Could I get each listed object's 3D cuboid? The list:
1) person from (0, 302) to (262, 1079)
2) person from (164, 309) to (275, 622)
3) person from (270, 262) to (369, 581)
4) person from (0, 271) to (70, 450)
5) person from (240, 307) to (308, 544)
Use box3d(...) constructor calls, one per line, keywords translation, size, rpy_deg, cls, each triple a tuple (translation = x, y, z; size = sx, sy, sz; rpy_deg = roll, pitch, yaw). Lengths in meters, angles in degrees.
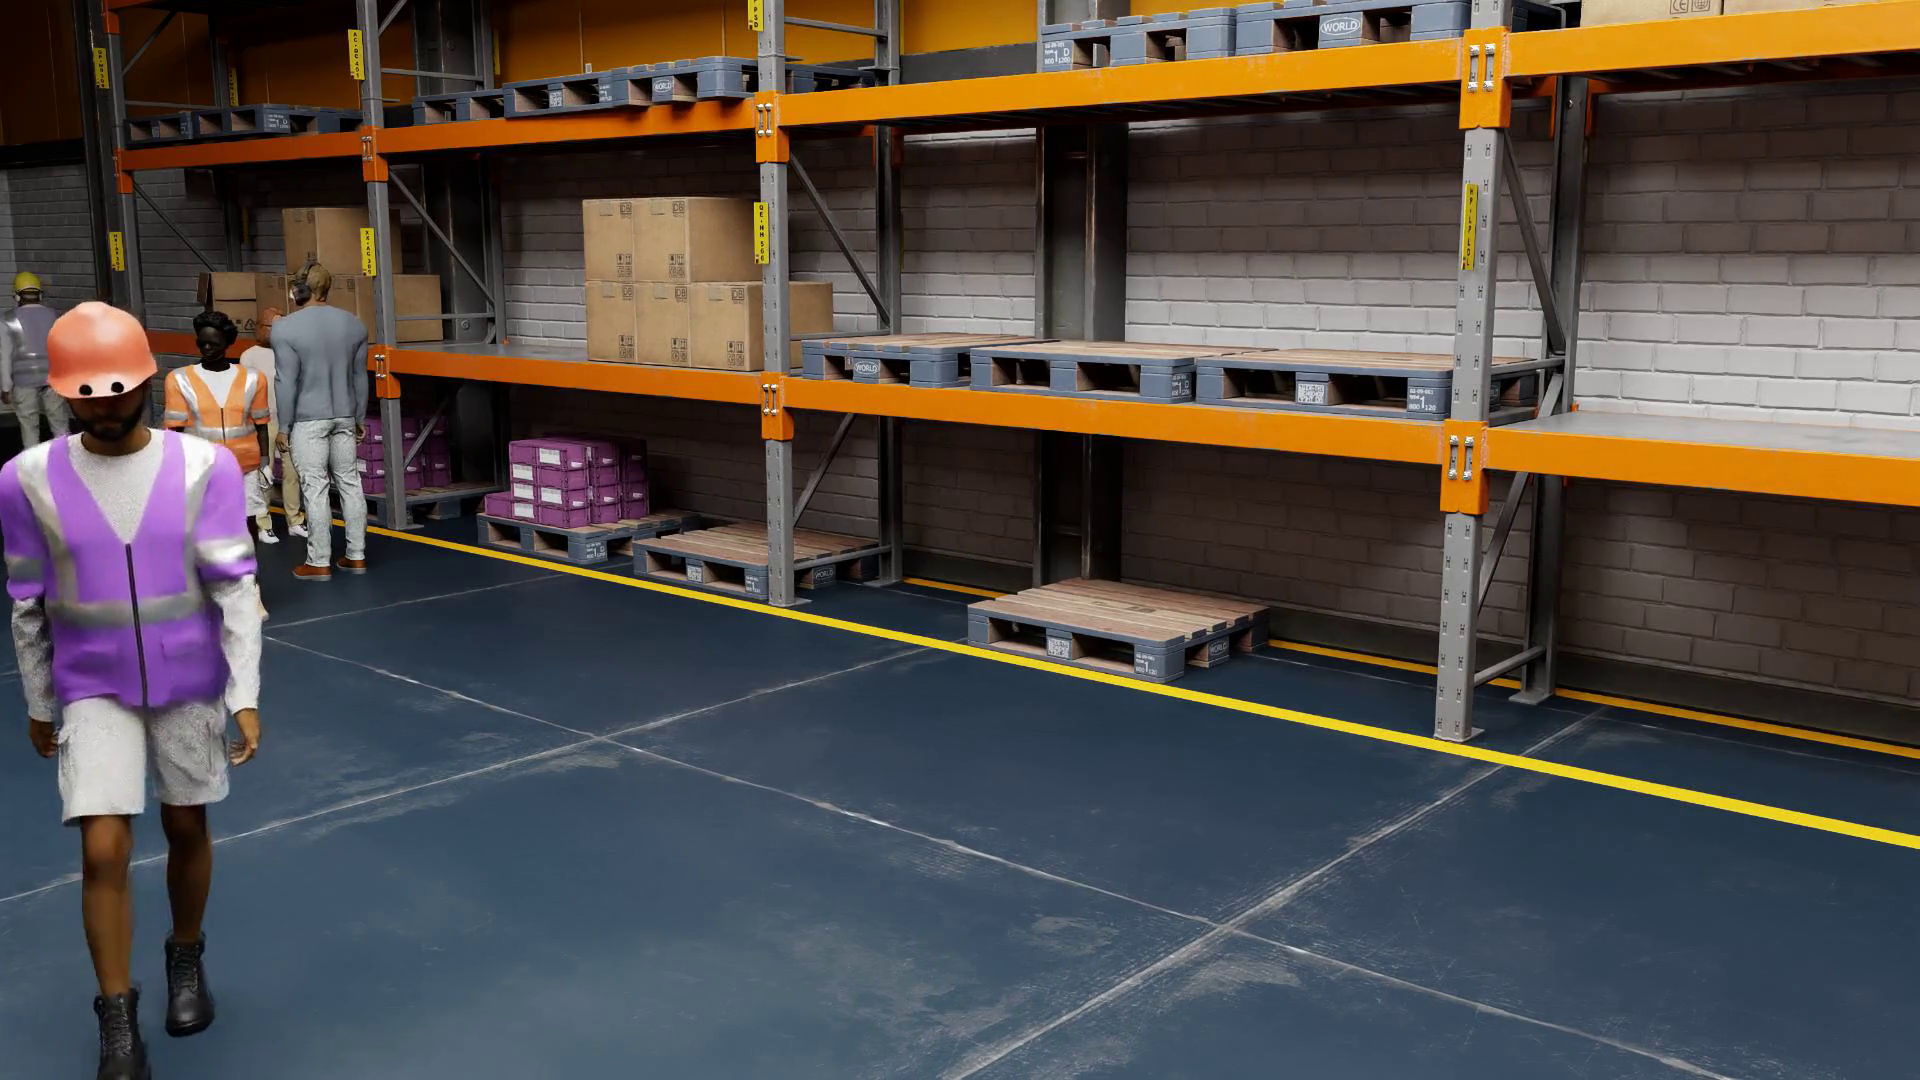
box3d(translation=(-1.987, 0.379, 4.053), size=(0.551, 1.893, 0.809), rpy_deg=(-5, 11, -27), cls="person")
box3d(translation=(-3.960, -0.382, 8.928), size=(0.535, 1.699, 0.322), rpy_deg=(-6, 12, -32), cls="person")
box3d(translation=(-3.899, -0.720, 10.172), size=(0.367, 1.940, 0.634), rpy_deg=(7, 12, 35), cls="person")
box3d(translation=(-7.824, -1.359, 14.113), size=(0.404, 1.829, 0.602), rpy_deg=(9, 14, 43), cls="person")
box3d(translation=(-4.706, -0.790, 11.476), size=(0.284, 1.626, 0.500), rpy_deg=(6, 12, 30), cls="person")
